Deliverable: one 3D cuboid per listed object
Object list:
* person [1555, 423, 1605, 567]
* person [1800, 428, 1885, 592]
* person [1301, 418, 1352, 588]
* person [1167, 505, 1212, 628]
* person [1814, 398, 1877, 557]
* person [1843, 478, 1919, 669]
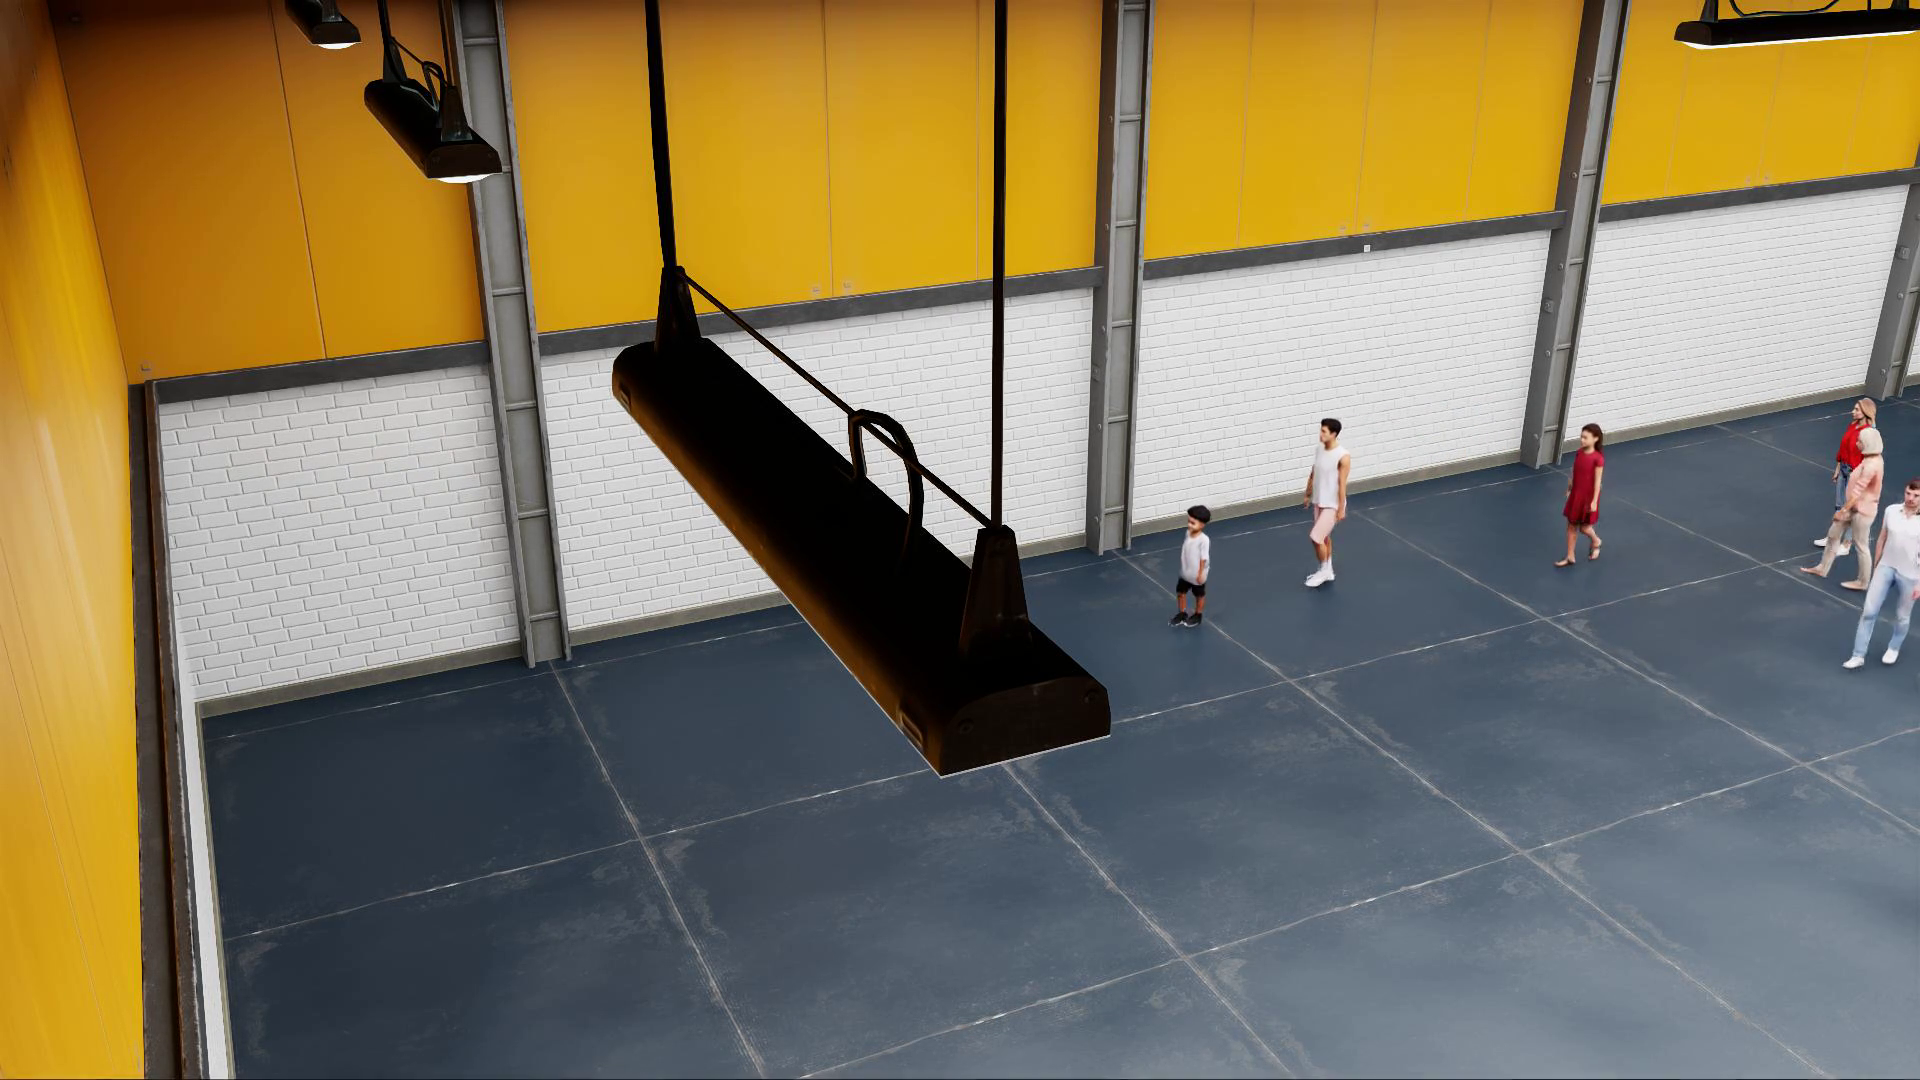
[{"bbox_3d":[6.478,-0.468,17.138,0.782,1.543,0.600,-13,27,-27],"label":"person"},{"bbox_3d":[9.041,-0.282,16.522,0.951,1.696,0.902,9,25,20],"label":"person"},{"bbox_3d":[3.759,-0.381,16.654,0.672,1.771,0.674,-9,25,-19],"label":"person"},{"bbox_3d":[2.289,0.239,15.887,0.643,1.250,0.565,-16,28,-33],"label":"person"},{"bbox_3d":[9.330,-0.667,17.394,0.627,1.703,0.678,-2,24,-5],"label":"person"},{"bbox_3d":[8.545,0.291,15.059,0.873,1.818,1.086,21,31,39],"label":"person"}]
